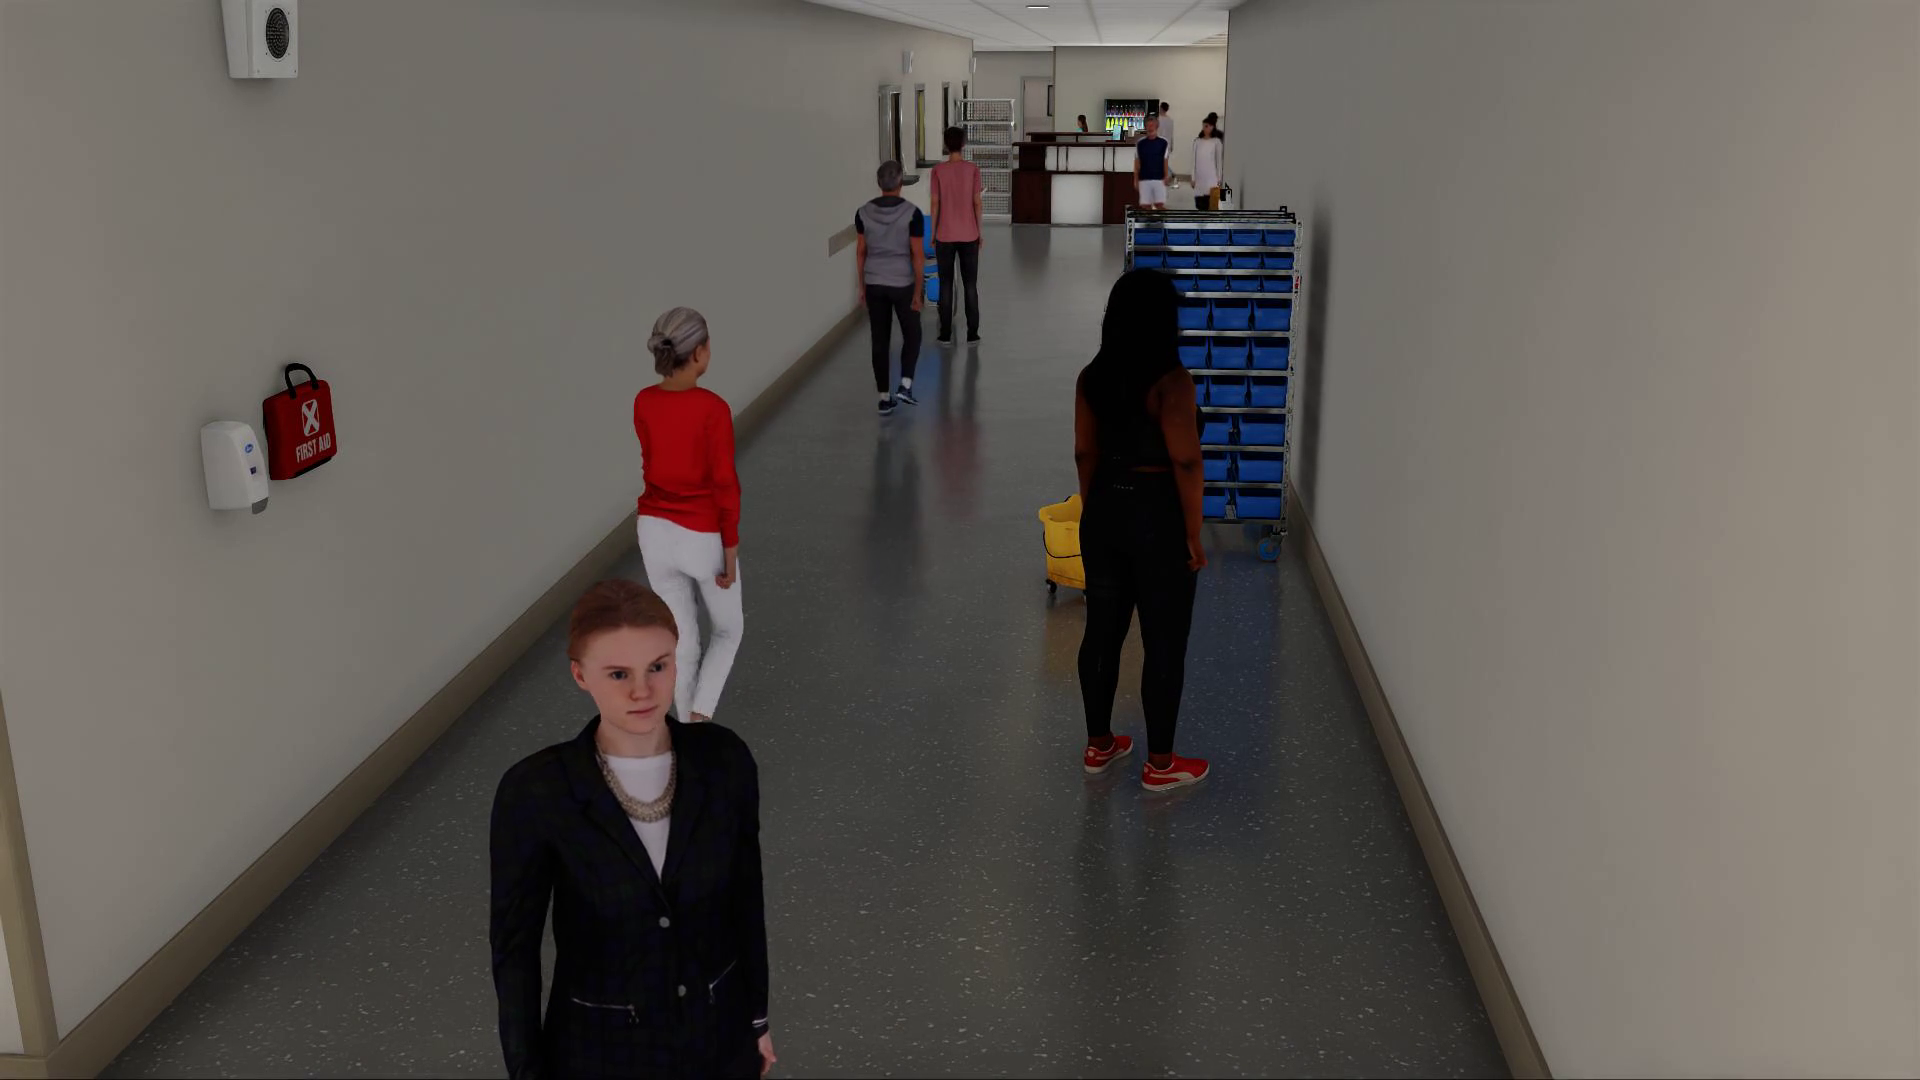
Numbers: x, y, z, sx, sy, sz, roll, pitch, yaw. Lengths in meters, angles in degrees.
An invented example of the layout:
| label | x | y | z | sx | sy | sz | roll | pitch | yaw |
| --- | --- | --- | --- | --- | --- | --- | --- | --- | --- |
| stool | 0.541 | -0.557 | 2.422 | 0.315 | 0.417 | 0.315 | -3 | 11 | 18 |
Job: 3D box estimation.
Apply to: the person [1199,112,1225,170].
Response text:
| label | x | y | z | sx | sy | sz | roll | pitch | yaw |
| --- | --- | --- | --- | --- | --- | --- | --- | --- | --- |
| person | 4.580 | -6.922 | 30.372 | 0.567 | 1.716 | 0.767 | -1 | 16 | -5 |

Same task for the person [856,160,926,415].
| label | x | y | z | sx | sy | sz | roll | pitch | yaw |
| --- | --- | --- | --- | --- | --- | --- | --- | --- | --- |
| person | -0.528 | -1.802 | 12.032 | 0.588 | 1.813 | 0.774 | 3 | 16 | 11 |

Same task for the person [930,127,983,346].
| label | x | y | z | sx | sy | sz | roll | pitch | yaw |
| --- | --- | --- | --- | --- | --- | --- | --- | --- | --- |
| person | -0.036 | -2.789 | 15.264 | 0.527 | 1.959 | 0.728 | -1 | 16 | -4 |

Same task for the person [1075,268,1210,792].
| label | x | y | z | sx | sy | sz | roll | pitch | yaw |
| --- | --- | --- | --- | --- | --- | --- | --- | --- | --- |
| person | 0.619 | -0.037 | 5.767 | 0.743 | 1.816 | 0.829 | 14 | 21 | 40 |

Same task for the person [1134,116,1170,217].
| label | x | y | z | sx | sy | sz | roll | pitch | yaw |
| --- | --- | --- | --- | --- | --- | --- | --- | --- | --- |
| person | 2.793 | -5.210 | 24.104 | 0.633 | 1.824 | 0.753 | 3 | 16 | 12 |

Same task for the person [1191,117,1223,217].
| label | x | y | z | sx | sy | sz | roll | pitch | yaw |
| --- | --- | --- | --- | --- | --- | --- | --- | --- | --- |
| person | 3.620 | -5.191 | 24.100 | 1.013 | 1.789 | 1.006 | 12 | 20 | 37 |

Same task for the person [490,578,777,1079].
| label | x | y | z | sx | sy | sz | roll | pitch | yaw |
| --- | --- | --- | --- | --- | --- | --- | --- | --- | --- |
| person | -0.524 | 0.873 | 2.781 | 0.686 | 1.685 | 0.775 | -9 | 18 | -30 |

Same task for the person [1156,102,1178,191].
| label | x | y | z | sx | sy | sz | roll | pitch | yaw |
| --- | --- | --- | --- | --- | --- | --- | --- | --- | --- |
| person | 4.237 | -8.094 | 34.326 | 1.038 | 1.826 | 1.075 | -11 | 19 | -34 |

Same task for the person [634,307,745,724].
| label | x | y | z | sx | sy | sz | roll | pitch | yaw |
| --- | --- | --- | --- | --- | --- | --- | --- | --- | --- |
| person | -0.958 | 0.072 | 5.632 | 0.667 | 1.681 | 0.675 | 5 | 17 | 18 |
